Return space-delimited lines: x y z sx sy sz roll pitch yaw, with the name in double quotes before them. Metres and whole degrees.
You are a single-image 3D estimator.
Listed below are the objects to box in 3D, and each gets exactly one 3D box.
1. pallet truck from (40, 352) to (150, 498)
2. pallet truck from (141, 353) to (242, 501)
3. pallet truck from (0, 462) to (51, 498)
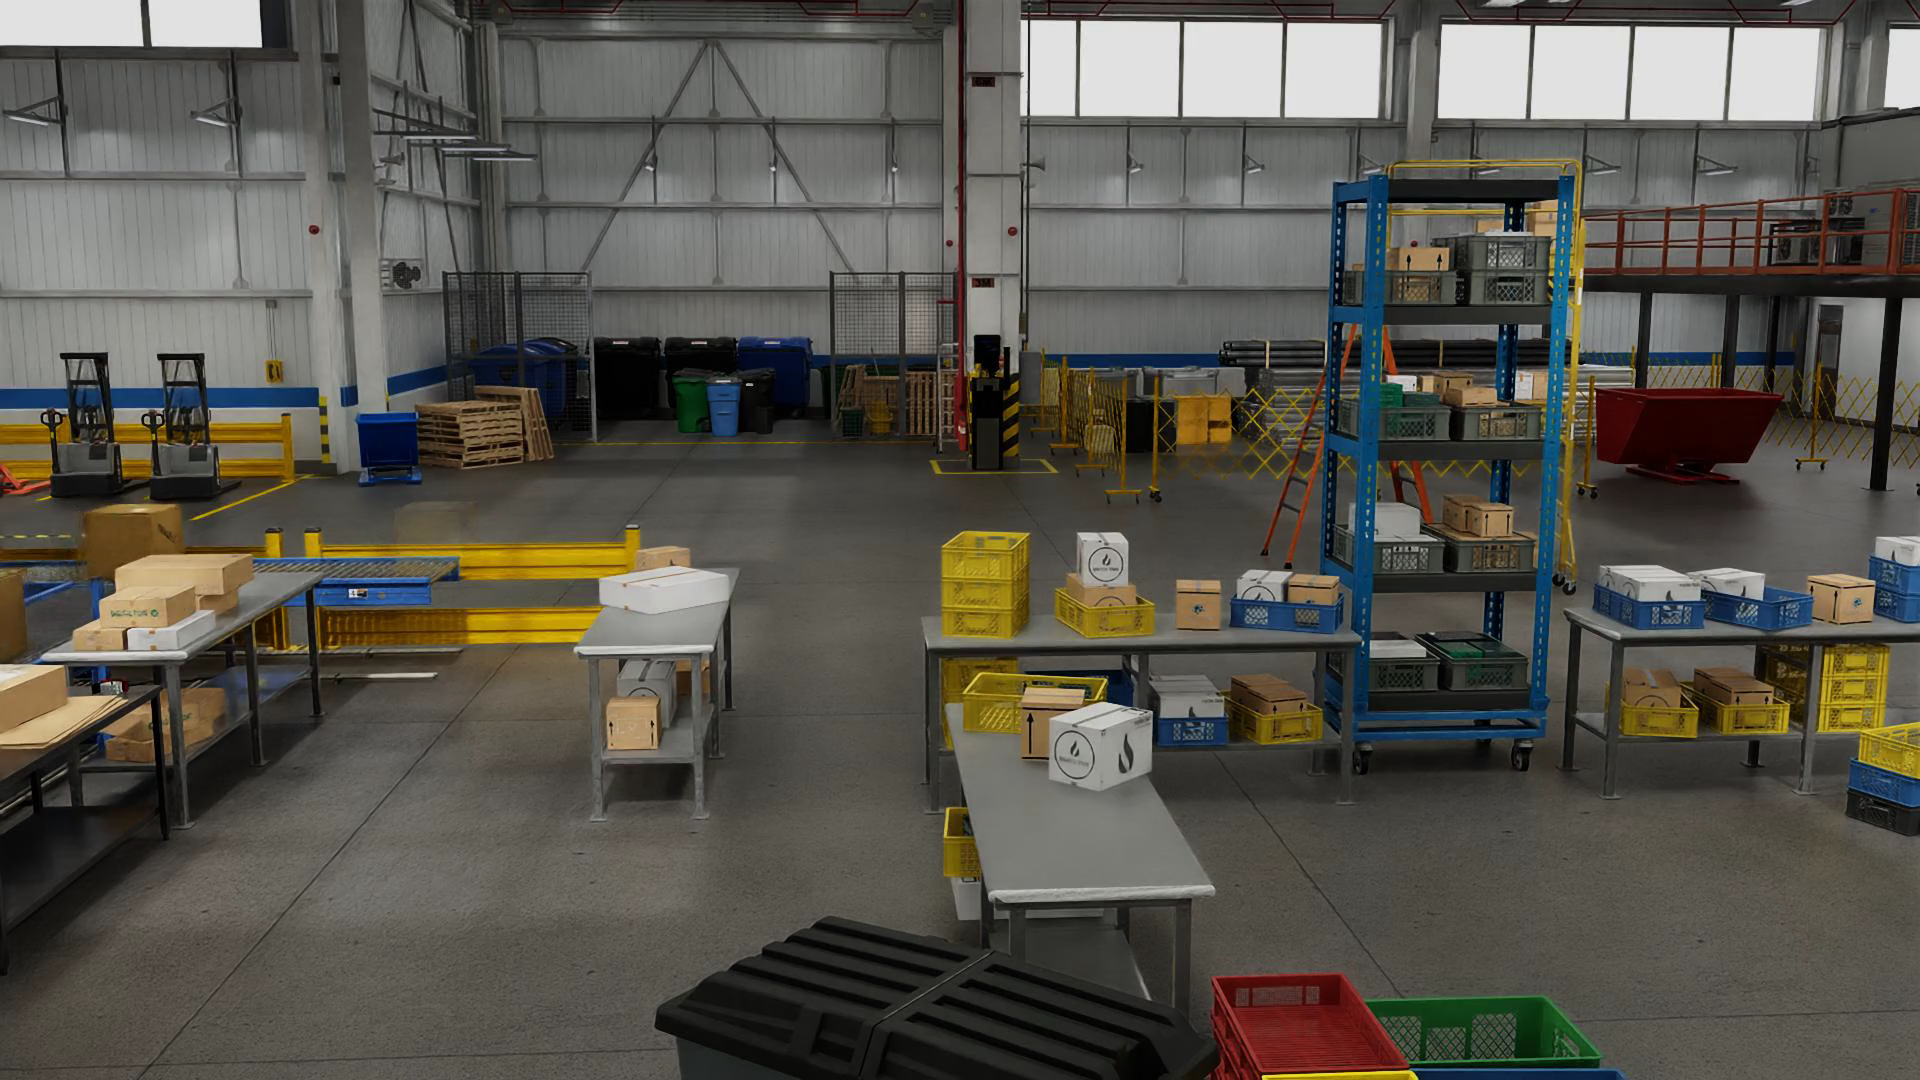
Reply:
"pallet truck" -11.907 -1.642 23.165 0.823 1.965 1.885 0 9 0
"pallet truck" -10.520 -1.604 22.925 0.823 1.965 1.885 -1 9 -6
"pallet truck" -13.193 -1.293 23.148 0.653 1.274 1.630 -1 9 -4
